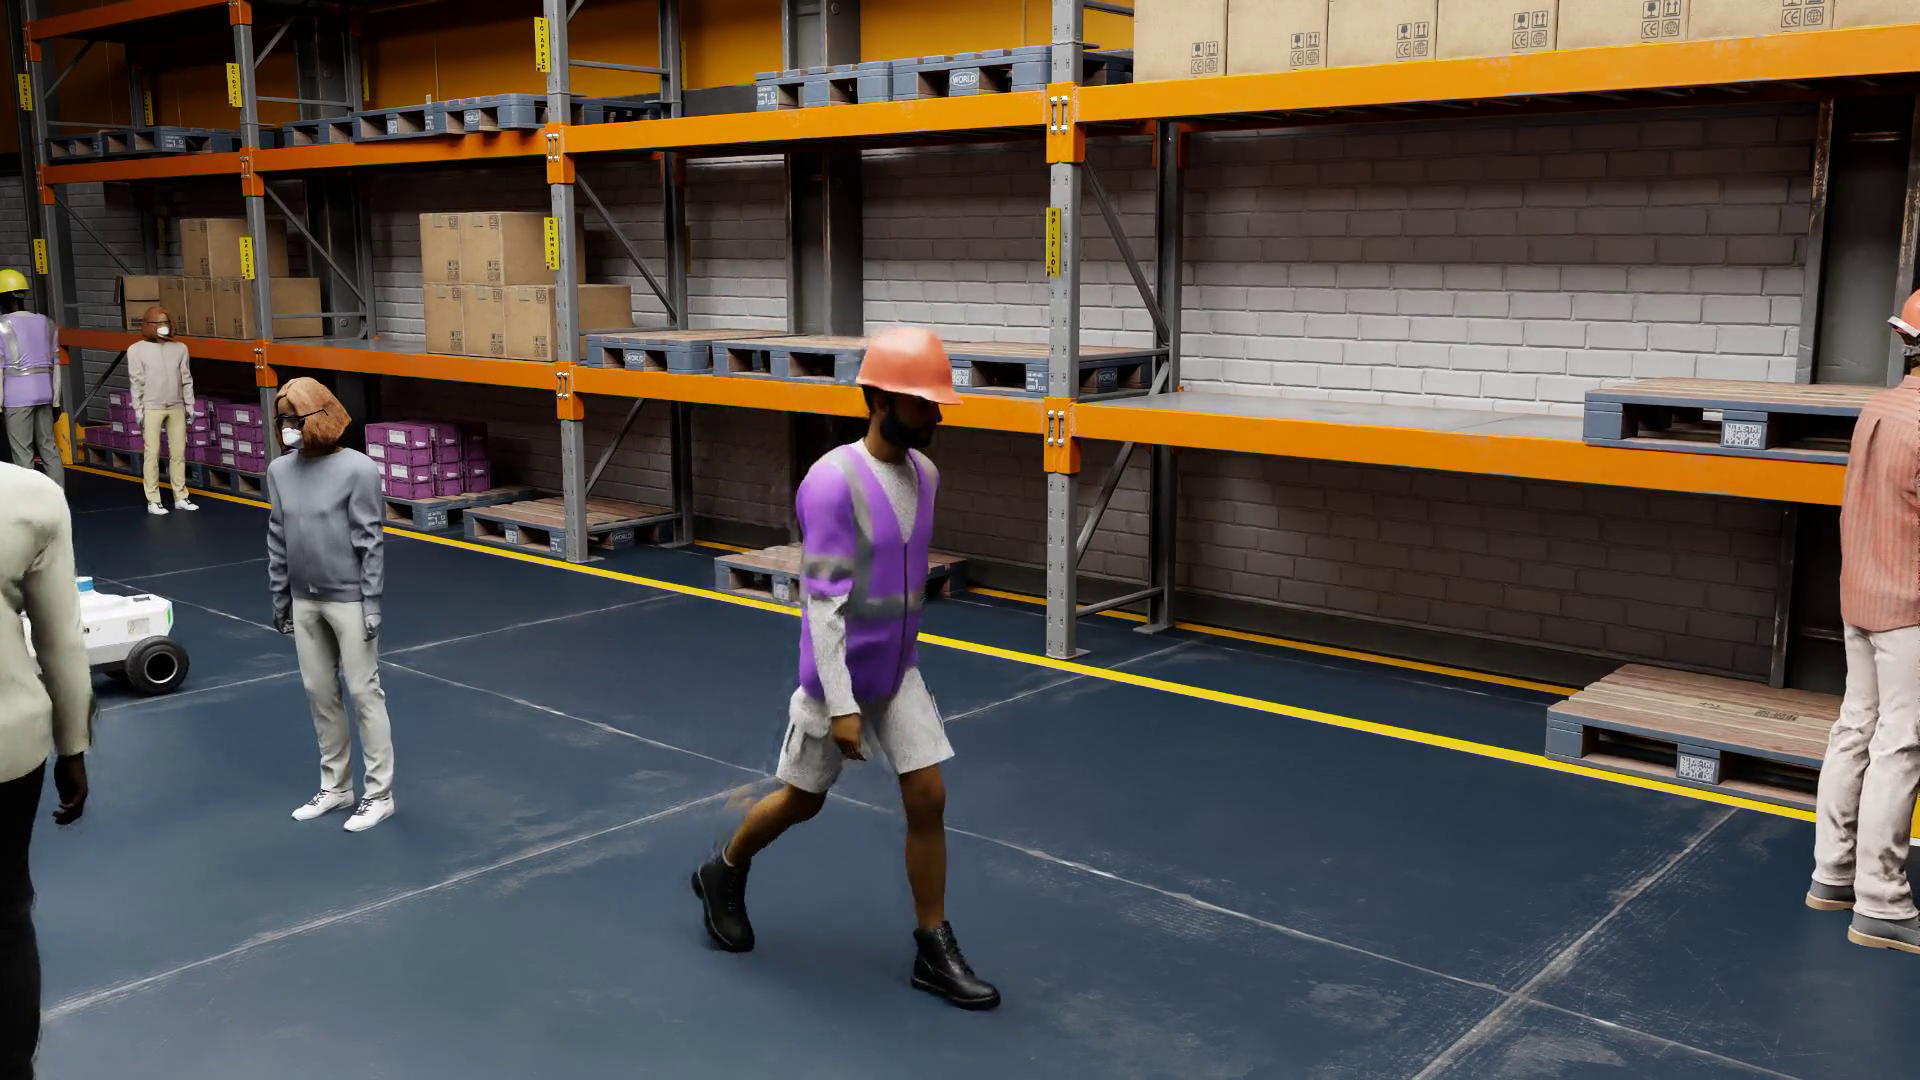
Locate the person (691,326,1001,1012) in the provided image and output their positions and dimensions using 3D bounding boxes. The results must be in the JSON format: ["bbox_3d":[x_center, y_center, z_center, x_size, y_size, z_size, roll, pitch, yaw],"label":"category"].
[{"bbox_3d":[-0.347,0.330,4.678,0.995,1.883,0.558,8,13,38],"label":"person"}]

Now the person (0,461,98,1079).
[{"bbox_3d":[-2.196,0.467,3.603,0.633,1.975,0.570,-9,13,-41],"label":"person"}]

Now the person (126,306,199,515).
[{"bbox_3d":[-6.238,-1.013,13.033,0.280,1.625,0.497,7,12,37],"label":"person"}]

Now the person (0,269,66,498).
[{"bbox_3d":[-6.999,-1.053,12.439,0.401,1.918,0.588,4,11,20],"label":"person"}]

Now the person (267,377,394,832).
[{"bbox_3d":[-2.276,0.227,5.977,0.506,1.622,0.298,4,11,21],"label":"person"}]

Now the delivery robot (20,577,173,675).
[{"bbox_3d":[-4.045,0.415,7.681,0.477,0.478,0.707,9,14,43],"label":"delivery robot"}]

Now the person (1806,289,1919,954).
[{"bbox_3d":[2.846,0.217,4.972,0.396,1.993,0.618,1,10,6],"label":"person"}]
